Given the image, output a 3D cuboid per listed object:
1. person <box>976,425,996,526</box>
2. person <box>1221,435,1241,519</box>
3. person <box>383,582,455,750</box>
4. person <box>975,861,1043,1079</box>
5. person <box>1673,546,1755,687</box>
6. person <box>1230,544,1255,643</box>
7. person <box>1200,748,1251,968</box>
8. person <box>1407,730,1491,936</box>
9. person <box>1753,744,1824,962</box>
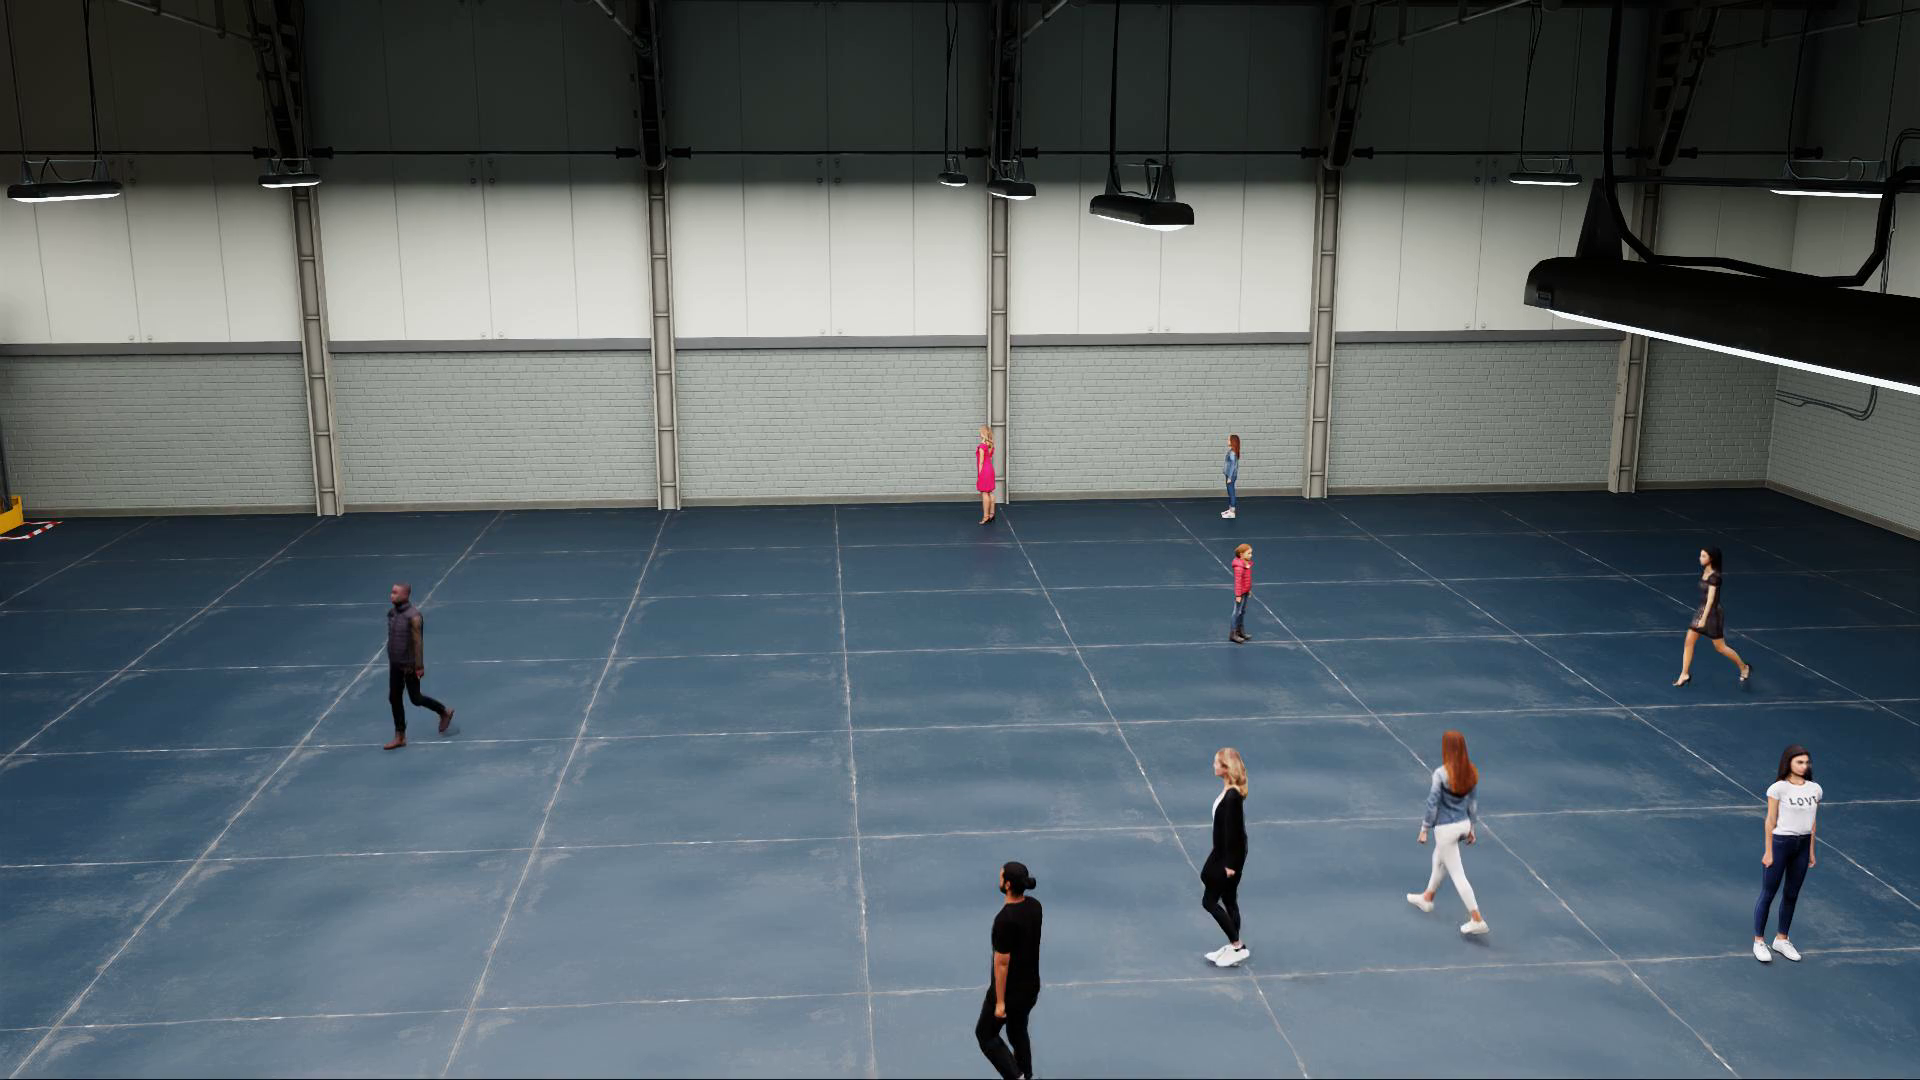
[{"bbox_3d":[0.464,-1.137,28.850,0.696,1.721,0.668,7,15,26],"label":"person"},{"bbox_3d":[4.798,-1.135,29.381,0.563,1.477,0.598,1,13,6],"label":"person"},{"bbox_3d":[-5.906,1.333,17.971,1.141,1.815,1.177,10,16,36],"label":"person"},{"bbox_3d":[0.417,2.984,10.996,0.826,1.747,0.778,9,16,33],"label":"person"},{"bbox_3d":[8.992,0.964,19.728,1.151,1.742,0.616,0,13,0],"label":"person"},{"bbox_3d":[3.703,0.683,21.891,0.634,1.314,0.584,9,16,34],"label":"person"},{"bbox_3d":[2.182,2.504,12.971,0.743,1.791,0.734,3,13,11],"label":"person"},{"bbox_3d":[4.091,2.423,13.598,1.143,1.665,1.029,-8,15,-32],"label":"person"},{"bbox_3d":[6.544,2.465,13.173,0.446,1.775,0.649,-2,13,-7],"label":"person"}]
